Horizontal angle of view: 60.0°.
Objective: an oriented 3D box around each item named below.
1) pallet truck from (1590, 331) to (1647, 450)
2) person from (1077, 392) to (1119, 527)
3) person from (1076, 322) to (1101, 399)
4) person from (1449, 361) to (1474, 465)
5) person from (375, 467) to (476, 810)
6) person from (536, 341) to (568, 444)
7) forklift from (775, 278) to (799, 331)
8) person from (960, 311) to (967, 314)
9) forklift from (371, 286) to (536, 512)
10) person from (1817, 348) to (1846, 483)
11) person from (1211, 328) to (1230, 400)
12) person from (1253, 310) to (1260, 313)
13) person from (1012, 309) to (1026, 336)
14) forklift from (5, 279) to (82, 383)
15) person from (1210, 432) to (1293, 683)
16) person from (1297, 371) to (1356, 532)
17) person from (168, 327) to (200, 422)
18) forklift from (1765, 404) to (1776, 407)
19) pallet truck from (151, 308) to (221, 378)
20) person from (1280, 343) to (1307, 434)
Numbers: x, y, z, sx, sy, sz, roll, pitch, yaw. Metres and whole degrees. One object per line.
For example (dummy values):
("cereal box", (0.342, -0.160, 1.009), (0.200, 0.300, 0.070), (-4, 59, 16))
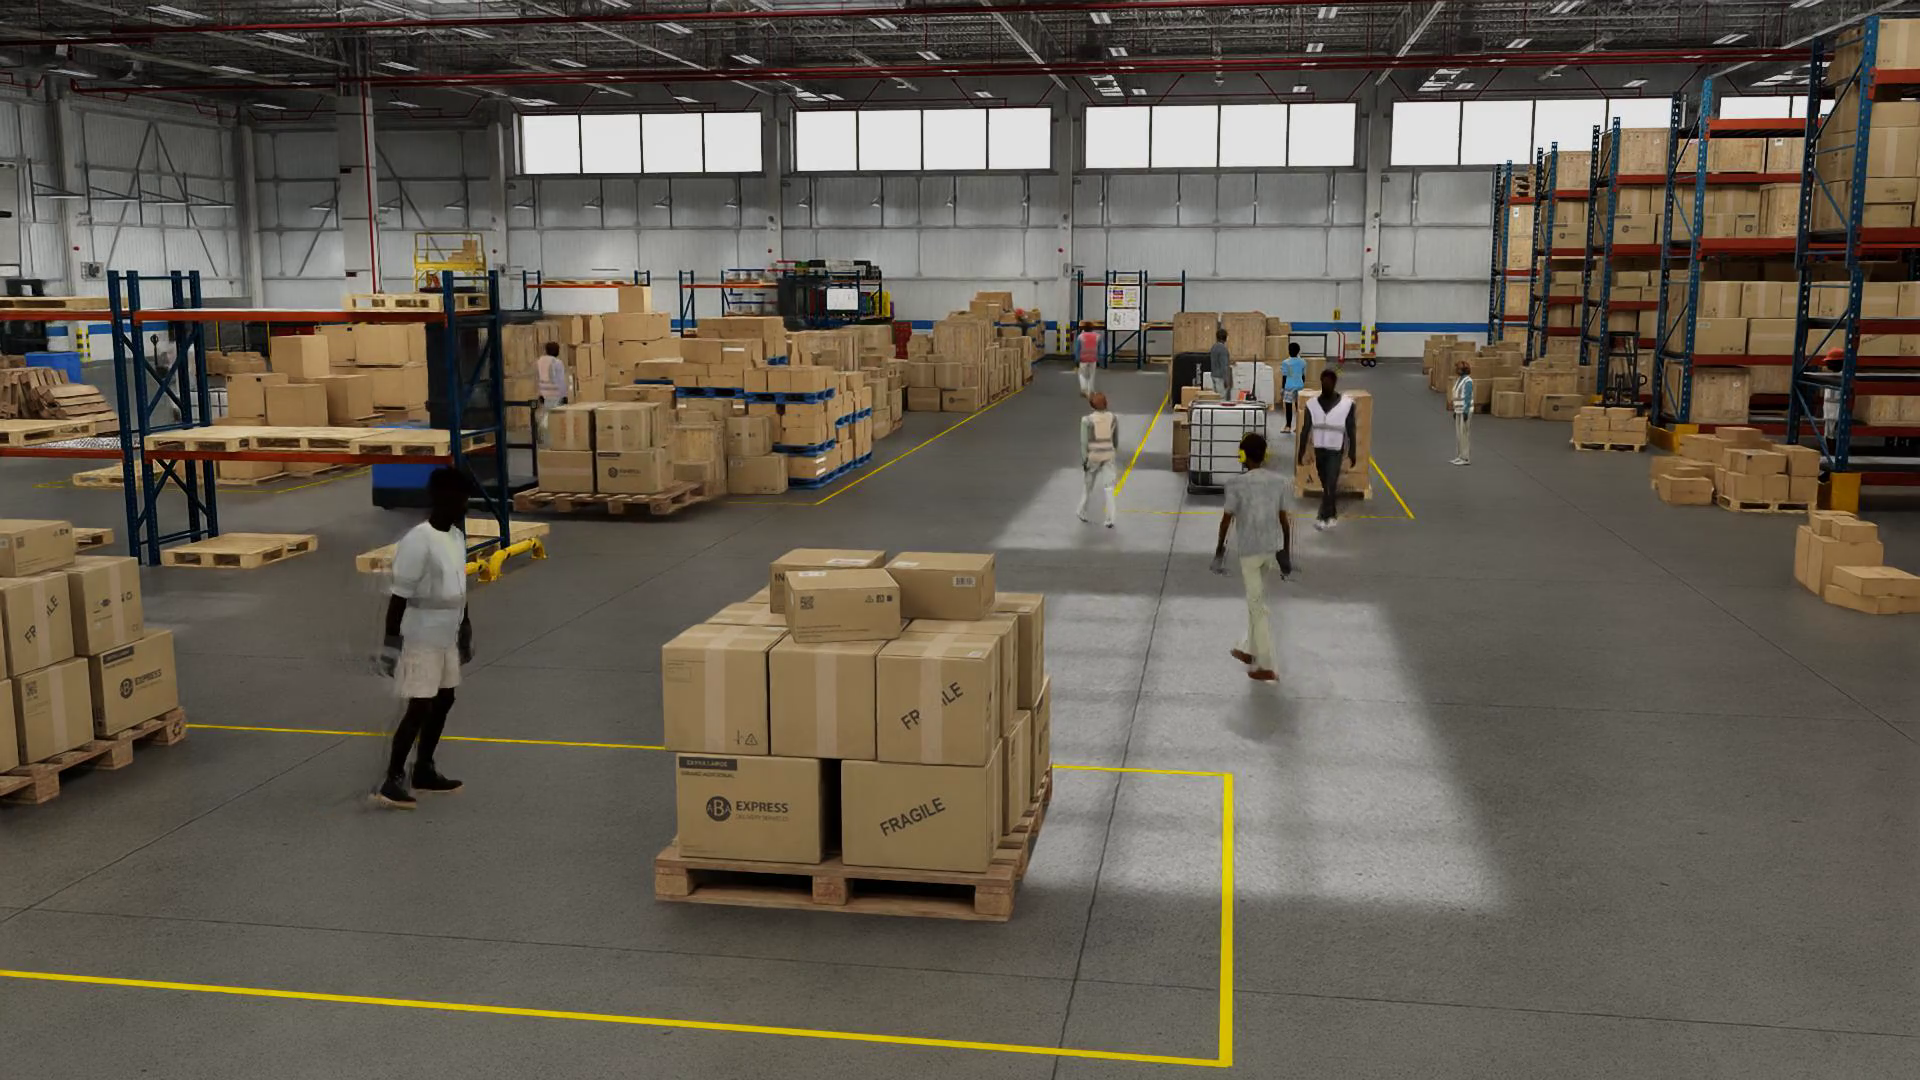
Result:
("pallet truck", (11.253, -2.573, 28.499), (0.823, 1.965, 1.885), (5, 10, 27))
("person", (1.659, -0.963, 19.817), (0.522, 1.593, 0.845), (-2, 9, -12))
("person", (3.021, -4.244, 39.333), (0.623, 1.829, 0.447), (-2, 9, -11))
("person", (7.864, -1.985, 26.008), (0.313, 1.631, 0.525), (0, 9, -3))
("person", (-3.021, 0.545, 9.494), (0.477, 1.923, 0.672), (2, 9, 11))
("person", (-7.023, -2.504, 28.619), (0.628, 1.827, 0.528), (8, 12, 40))
("forklift", (-4.383, -5.272, 42.429), (1.873, 2.768, 1.129), (1, 9, 9))
("person", (0.128, -5.428, 46.380), (0.648, 1.905, 0.845), (4, 10, 24))
("forklift", (-6.424, -1.809, 21.070), (1.873, 2.768, 1.129), (1, 9, 9))
("person", (12.460, -1.774, 23.756), (0.375, 1.935, 0.551), (2, 9, 10))
("person", (4.976, -3.069, 31.741), (0.372, 1.940, 0.630), (-2, 9, -12))
("person", (8.121, -5.340, 45.753), (0.368, 1.933, 0.552), (-9, 13, -44))
("person", (1.633, -5.519, 46.749), (0.424, 1.967, 0.605), (-4, 10, -23))
("forklift", (-22.039, -4.784, 39.416), (1.873, 2.768, 1.129), (1, 9, 9))
("person", (2.163, 0.111, 12.475), (0.505, 1.825, 0.876), (-4, 10, -25))
("person", (4.251, -1.032, 19.391), (0.622, 1.861, 1.007), (6, 11, 33))
("person", (-15.313, -3.244, 32.869), (0.631, 1.919, 0.539), (1, 9, 5))
("forklift", (17.086, -4.383, 36.947), (1.873, 2.768, 1.129), (1, 9, 9))
("pallet truck", (-21.869, -5.598, 47.154), (0.823, 1.965, 1.885), (4, 10, 26))
("person", (6.207, -2.829, 31.003), (0.536, 1.696, 0.318), (-4, 10, -26))
